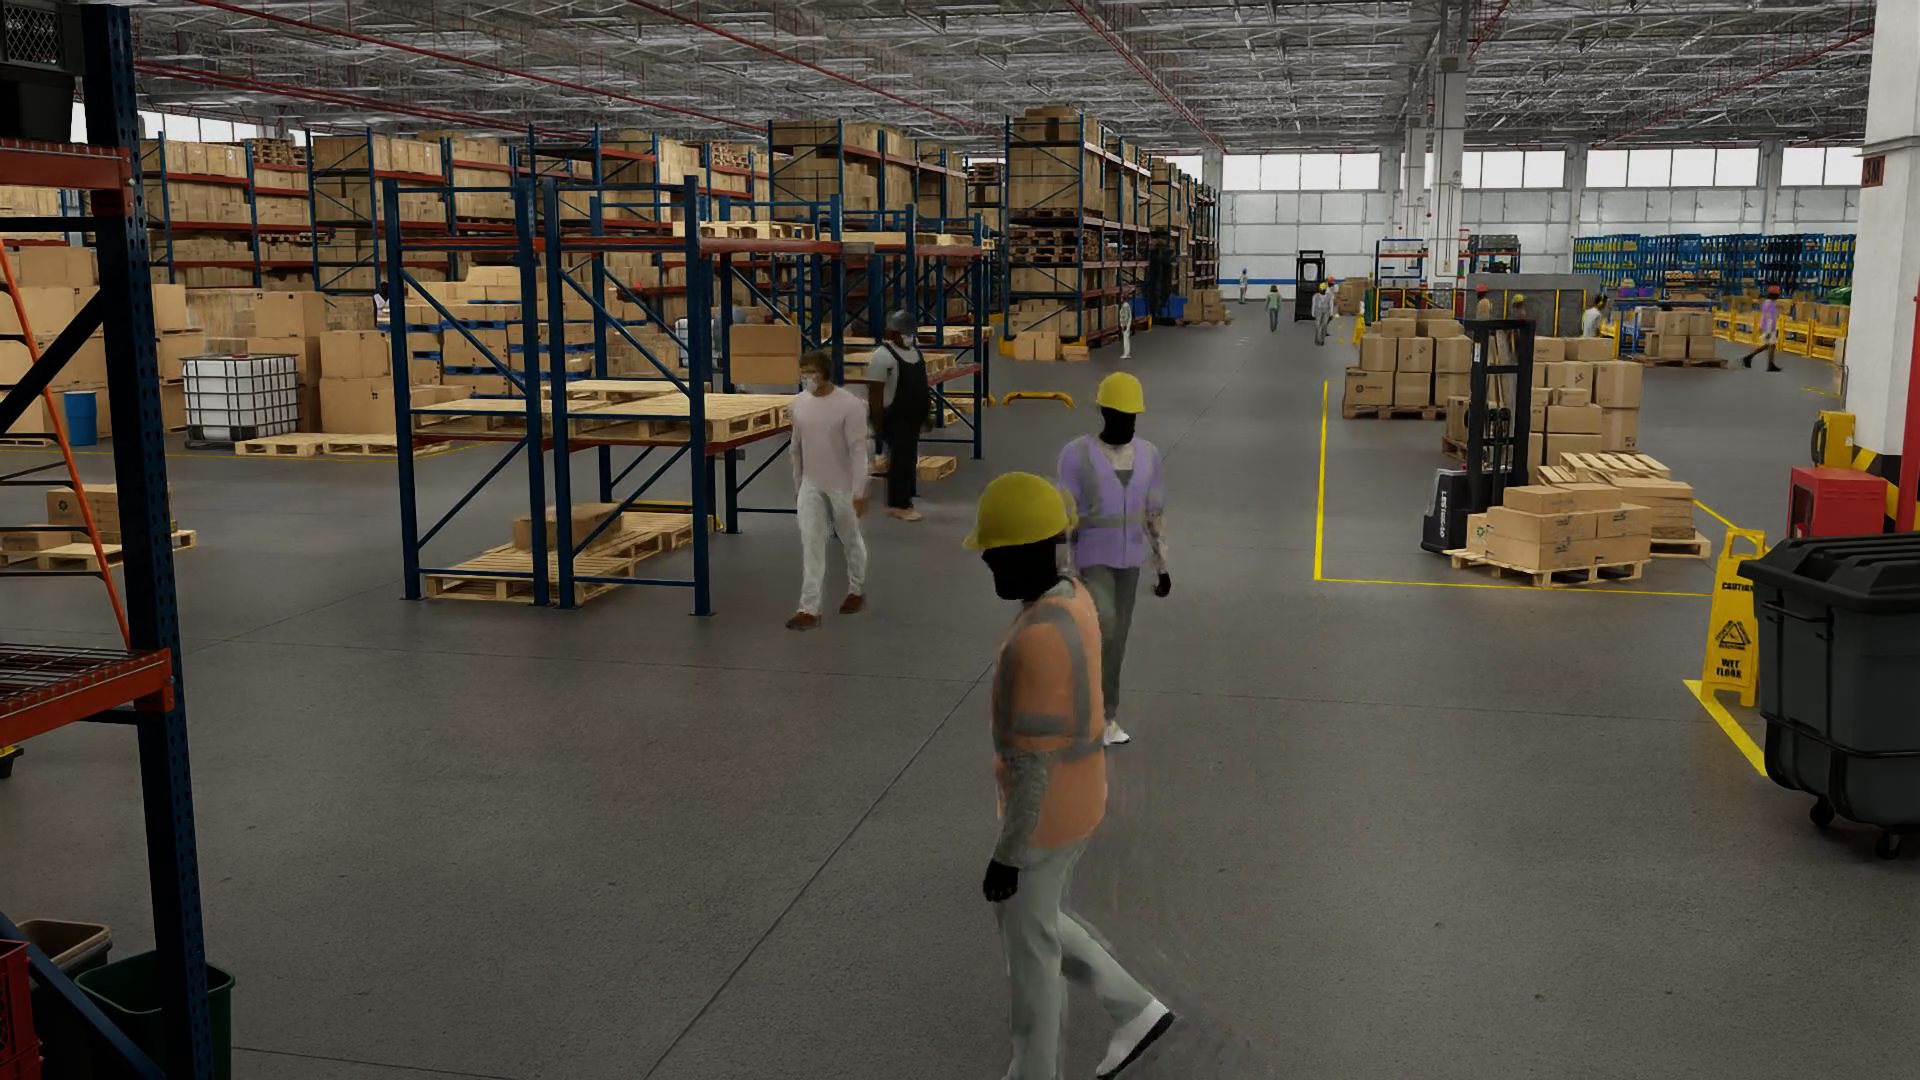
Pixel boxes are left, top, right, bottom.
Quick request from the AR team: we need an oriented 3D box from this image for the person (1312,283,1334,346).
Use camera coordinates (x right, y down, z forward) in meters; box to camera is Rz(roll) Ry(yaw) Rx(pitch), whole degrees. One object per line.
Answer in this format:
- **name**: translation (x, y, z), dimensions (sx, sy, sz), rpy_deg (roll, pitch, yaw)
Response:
- **person**: translation (10.407, -6.466, 47.667), dimensions (0.595, 1.798, 0.788), rpy_deg (1, 10, 5)

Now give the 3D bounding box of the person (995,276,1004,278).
- **person**: translation (2.263, -14.033, 92.535), dimensions (0.644, 1.785, 0.959), rpy_deg (-3, 10, -17)

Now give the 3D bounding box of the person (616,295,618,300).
- **person**: translation (-8.499, -5.249, 40.985), dimensions (0.525, 1.633, 0.322), rpy_deg (-7, 12, -37)

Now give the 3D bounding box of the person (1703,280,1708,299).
- **person**: translation (36.119, -12.107, 81.038), dimensions (0.570, 1.812, 0.626), rpy_deg (3, 10, 20)

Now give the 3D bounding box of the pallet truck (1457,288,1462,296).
- **pallet truck**: translation (20.506, -9.785, 68.819), dimensions (0.653, 1.274, 1.630), rpy_deg (2, 10, 12)

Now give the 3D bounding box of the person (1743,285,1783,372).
- **person**: translation (17.795, -4.670, 36.722), dimensions (0.703, 1.916, 0.558), rpy_deg (2, 10, 14)

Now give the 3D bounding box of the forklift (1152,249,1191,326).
- **forklift**: translation (7.646, -9.320, 61.395), dimensions (1.873, 2.768, 1.129), rpy_deg (2, 10, 11)

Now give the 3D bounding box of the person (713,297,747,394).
- **person**: translation (-4.135, -3.533, 30.179), dimensions (0.641, 1.877, 1.020), rpy_deg (-8, 12, -38)

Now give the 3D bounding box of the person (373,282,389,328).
- **person**: translation (-14.505, -5.562, 42.020), dimensions (0.587, 1.911, 0.397), rpy_deg (-5, 11, -27)

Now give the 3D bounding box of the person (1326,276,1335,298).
- **person**: translation (16.595, -11.000, 74.736), dimensions (0.541, 1.727, 0.760), rpy_deg (7, 12, 38)

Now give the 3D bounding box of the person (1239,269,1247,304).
- **person**: translation (15.637, -13.967, 91.700), dimensions (0.419, 1.939, 0.615), rpy_deg (-4, 11, -25)

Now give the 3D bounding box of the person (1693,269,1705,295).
- **person**: translation (35.464, -11.987, 79.801), dimensions (0.608, 1.996, 0.379), rpy_deg (0, 10, -2)

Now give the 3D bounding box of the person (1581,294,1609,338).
- **person**: translation (11.753, -3.680, 31.088), dimensions (0.552, 1.835, 0.551), rpy_deg (-1, 10, -9)

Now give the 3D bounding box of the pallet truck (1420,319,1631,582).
- **pallet truck**: translation (4.543, -0.757, 13.299), dimensions (0.823, 1.965, 1.885), rpy_deg (-4, 10, -22)

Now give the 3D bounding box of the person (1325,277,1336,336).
- **person**: translation (11.881, -7.528, 53.635), dimensions (0.499, 1.911, 0.597), rpy_deg (4, 10, 23)

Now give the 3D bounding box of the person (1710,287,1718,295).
- **person**: translation (38.054, -12.566, 83.875), dimensions (0.566, 1.798, 1.018), rpy_deg (1, 10, 4)

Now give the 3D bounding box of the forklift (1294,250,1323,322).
- **forklift**: translation (13.778, -10.002, 65.433), dimensions (1.129, 2.768, 1.873), rpy_deg (2, 10, 12)

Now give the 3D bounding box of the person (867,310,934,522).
- **person**: translation (-0.465, -1.184, 15.698), dimensions (0.702, 2.000, 0.704), rpy_deg (6, 11, 33)

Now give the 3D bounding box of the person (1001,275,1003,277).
- **person**: translation (2.116, -13.502, 89.618), dimensions (0.452, 1.706, 0.613), rpy_deg (-1, 10, -7)

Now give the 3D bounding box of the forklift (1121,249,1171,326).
- **forklift**: translation (6.886, -9.263, 61.057), dimensions (1.873, 2.768, 1.129), rpy_deg (2, 10, 12)

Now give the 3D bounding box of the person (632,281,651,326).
- **person**: translation (-7.796, -5.282, 40.253), dimensions (1.028, 1.938, 0.644), rpy_deg (-4, 10, -21)

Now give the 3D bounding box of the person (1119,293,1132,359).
- **person**: translation (4.118, -5.328, 41.422), dimensions (0.312, 1.639, 0.520), rpy_deg (1, 10, 5)

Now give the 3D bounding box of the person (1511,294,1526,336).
- **person**: translation (11.533, -4.246, 34.679), dimensions (0.710, 1.741, 0.548), rpy_deg (3, 10, 20)

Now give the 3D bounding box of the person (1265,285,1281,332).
- **person**: translation (10.638, -7.863, 56.526), dimensions (0.516, 1.588, 0.856), rpy_deg (1, 10, 6)

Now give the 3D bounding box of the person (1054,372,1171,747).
- **person**: translation (0.799, 0.108, 8.415), dimensions (0.596, 1.910, 0.492), rpy_deg (-5, 11, -29)

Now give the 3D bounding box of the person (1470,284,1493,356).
- **person**: translation (11.843, -4.887, 38.069), dimensions (0.975, 1.889, 0.552), rpy_deg (4, 10, 24)

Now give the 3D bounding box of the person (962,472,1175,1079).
- **person**: translation (0.281, 0.755, 4.673), dimensions (0.586, 1.901, 0.611), rpy_deg (1, 10, 8)

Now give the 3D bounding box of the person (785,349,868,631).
- **person**: translation (-0.885, -0.358, 11.319), dimensions (0.653, 1.880, 1.009), rpy_deg (5, 11, 26)
